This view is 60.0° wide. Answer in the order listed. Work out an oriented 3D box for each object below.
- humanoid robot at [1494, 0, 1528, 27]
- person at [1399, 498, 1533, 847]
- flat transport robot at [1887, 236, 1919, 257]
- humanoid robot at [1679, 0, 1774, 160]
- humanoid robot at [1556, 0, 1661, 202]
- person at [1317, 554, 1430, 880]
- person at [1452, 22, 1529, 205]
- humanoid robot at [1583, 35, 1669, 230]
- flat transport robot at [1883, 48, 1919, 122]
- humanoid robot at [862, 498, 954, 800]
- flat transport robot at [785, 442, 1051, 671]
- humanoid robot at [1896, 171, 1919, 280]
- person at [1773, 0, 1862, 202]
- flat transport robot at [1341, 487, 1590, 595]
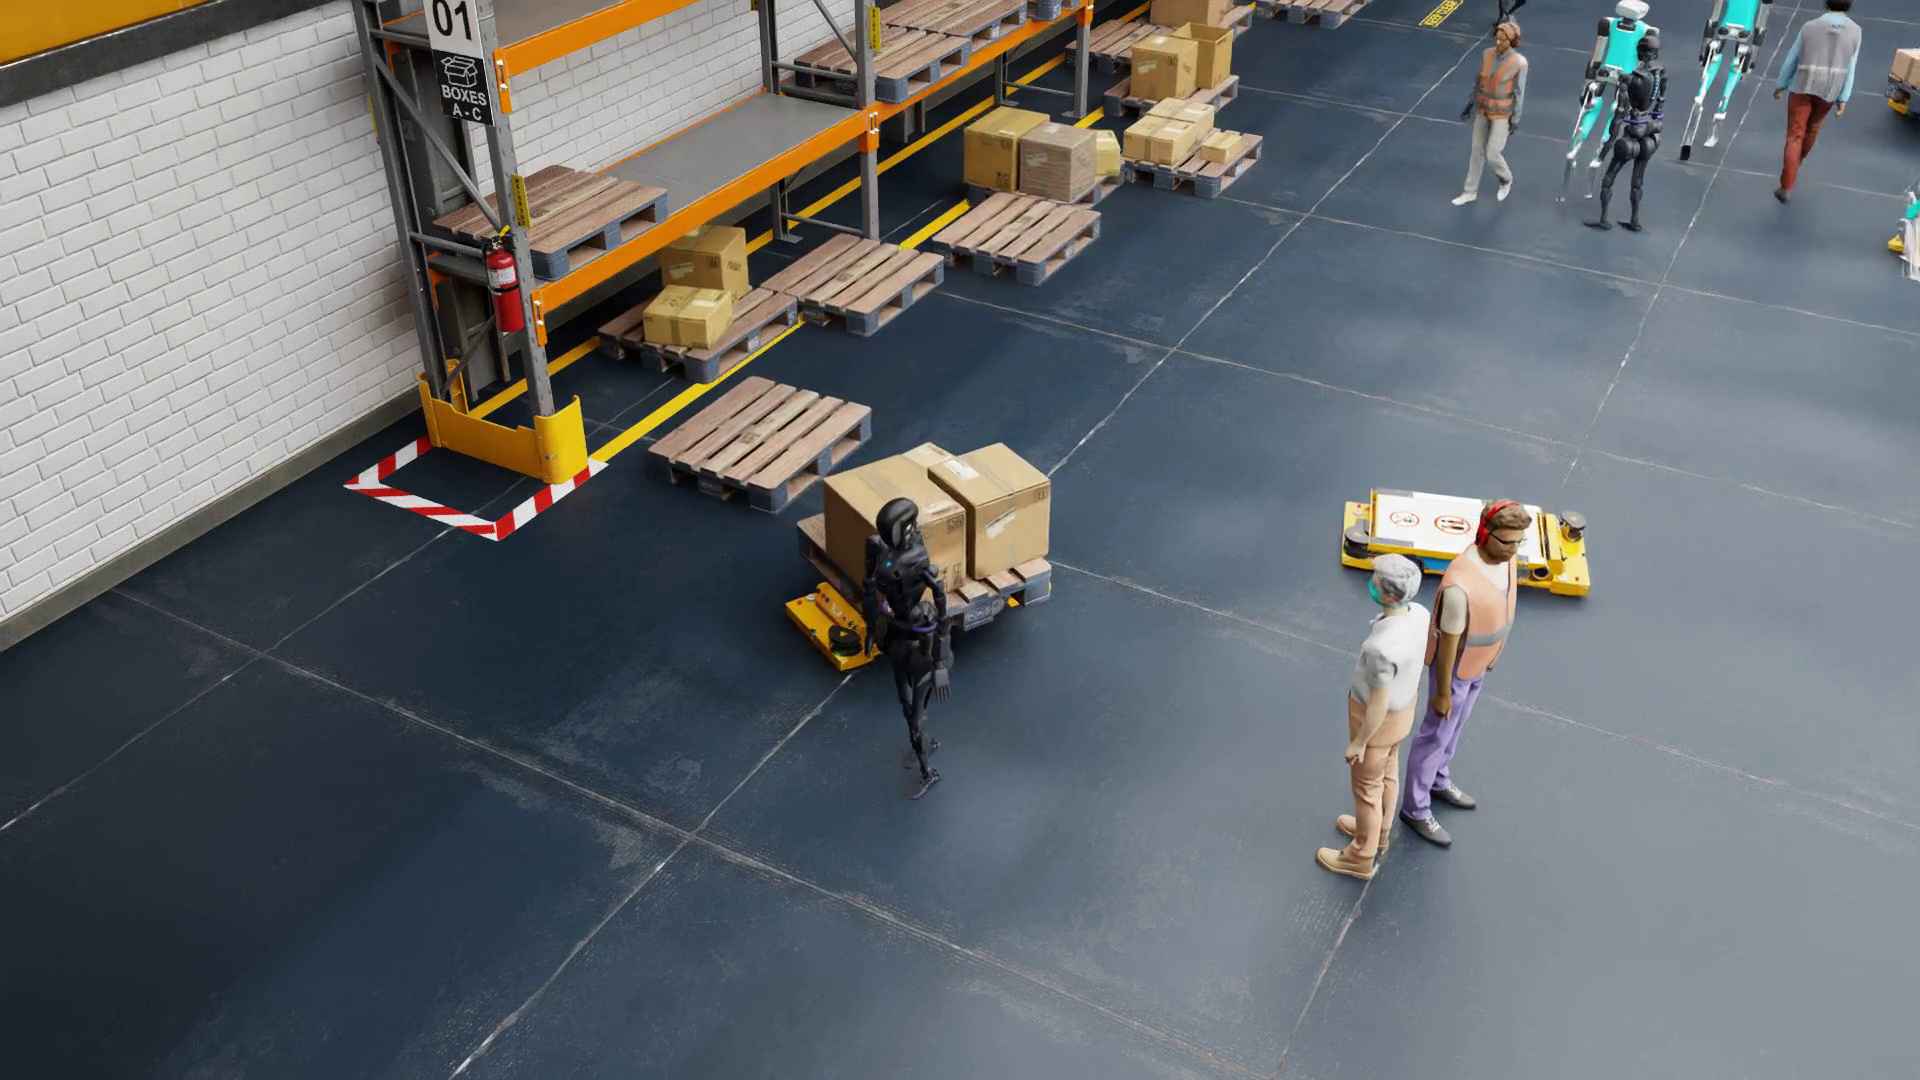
[{"bbox_3d":[6.355,-6.640,18.913,0.584,1.646,0.343,-5,34,-7],"label":"humanoid robot"},{"bbox_3d":[2.362,0.584,7.839,0.394,1.841,0.562,24,40,31],"label":"person"},{"bbox_3d":[8.522,-2.664,14.178,0.659,0.231,1.431,29,43,36],"label":"flat transport robot"},{"bbox_3d":[7.092,-4.413,15.513,0.535,1.778,0.925,20,38,27],"label":"humanoid robot"},{"bbox_3d":[5.572,-3.739,14.493,0.552,1.795,0.762,27,42,34],"label":"humanoid robot"},{"bbox_3d":[1.909,0.807,7.588,0.303,1.742,0.492,20,39,28],"label":"person"},{"bbox_3d":[4.660,-3.713,14.532,0.460,1.627,0.538,-17,37,-24],"label":"person"},{"bbox_3d":[5.717,-3.423,14.048,0.589,1.644,0.347,-17,37,-24],"label":"humanoid robot"},{"bbox_3d":[9.935,-4.168,16.454,0.659,0.231,1.431,-5,34,-8],"label":"flat transport robot"},{"bbox_3d":[-0.235,0.494,8.127,0.587,1.643,0.431,26,41,33],"label":"humanoid robot"},{"bbox_3d":[-0.236,0.300,9.694,1.431,0.231,0.659,-20,38,-27],"label":"flat transport robot"},{"bbox_3d":[7.844,-2.977,13.350,0.545,1.828,0.681,-12,35,-18],"label":"humanoid robot"},{"bbox_3d":[7.557,-4.000,14.780,0.584,1.830,0.969,8,34,12],"label":"person"},{"bbox_3d":[3.072,0.003,10.143,1.431,0.231,0.659,7,34,11],"label":"flat transport robot"}]
